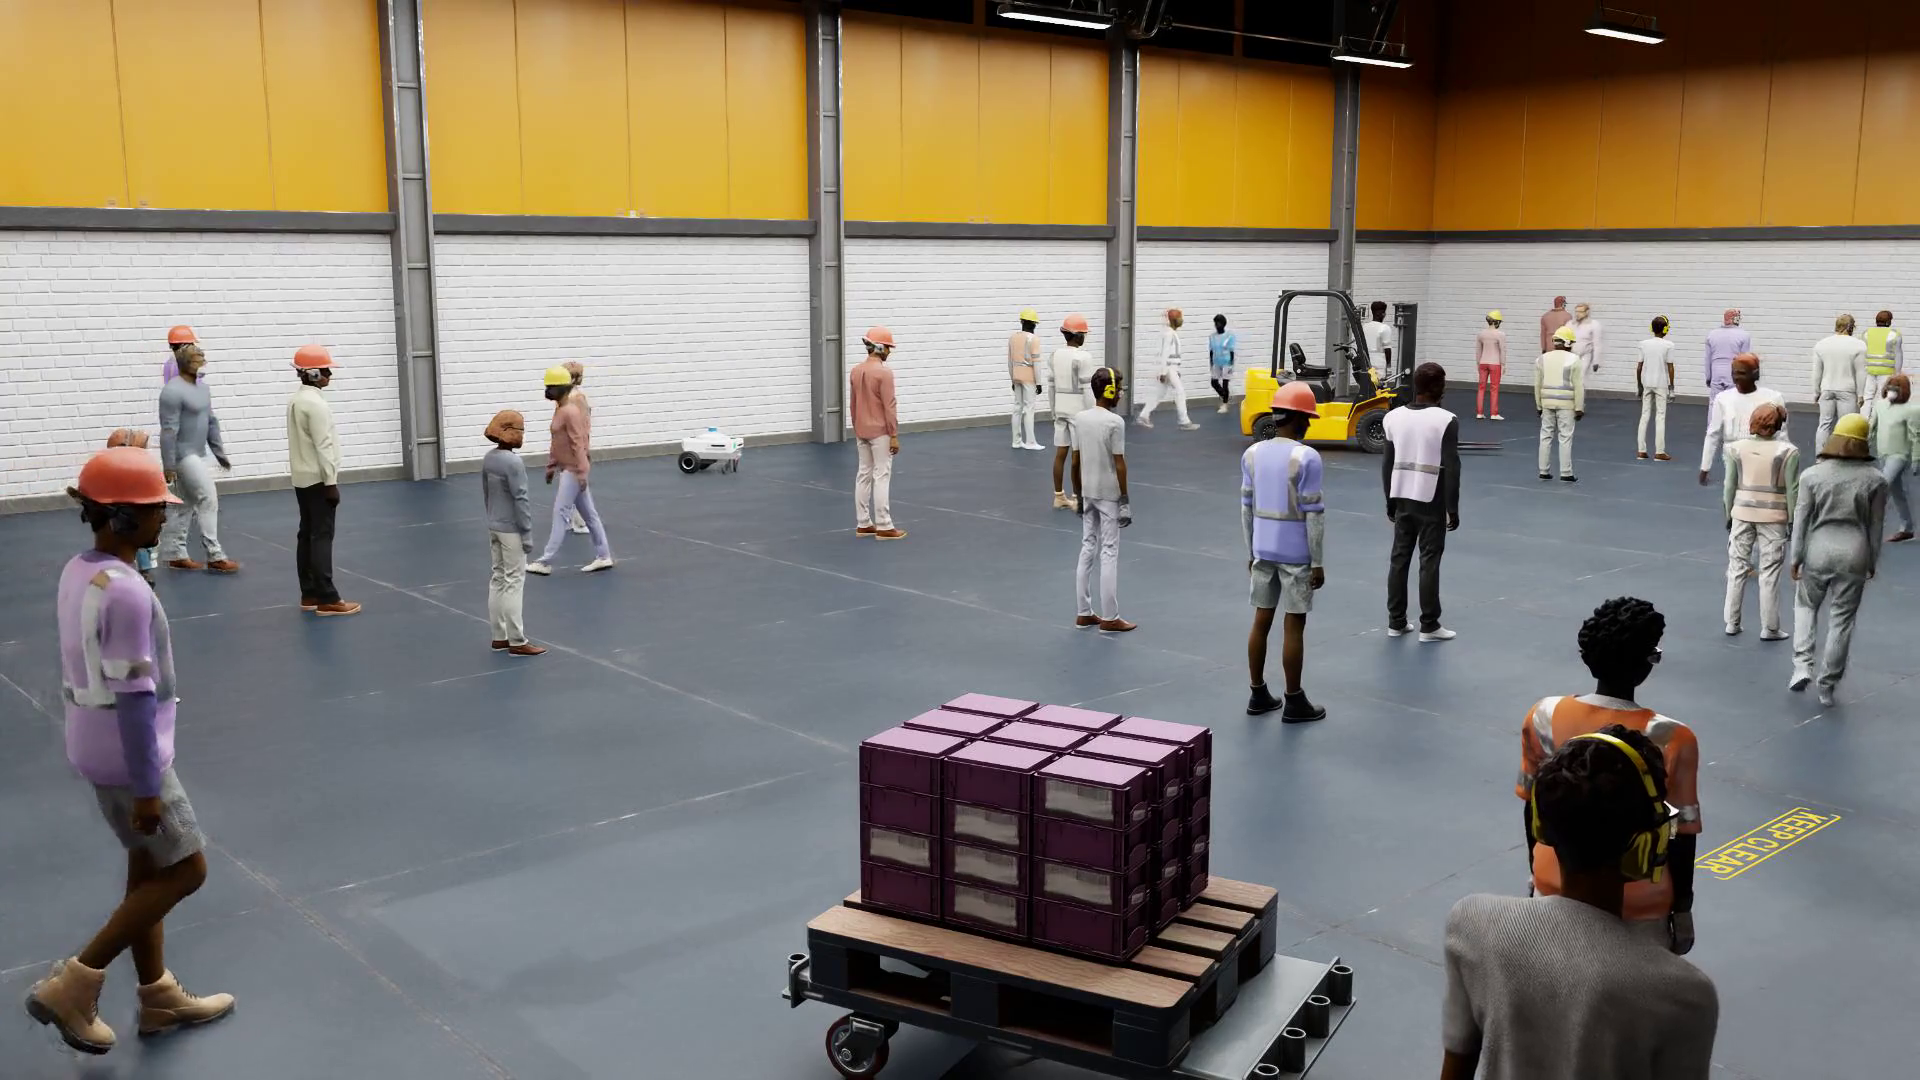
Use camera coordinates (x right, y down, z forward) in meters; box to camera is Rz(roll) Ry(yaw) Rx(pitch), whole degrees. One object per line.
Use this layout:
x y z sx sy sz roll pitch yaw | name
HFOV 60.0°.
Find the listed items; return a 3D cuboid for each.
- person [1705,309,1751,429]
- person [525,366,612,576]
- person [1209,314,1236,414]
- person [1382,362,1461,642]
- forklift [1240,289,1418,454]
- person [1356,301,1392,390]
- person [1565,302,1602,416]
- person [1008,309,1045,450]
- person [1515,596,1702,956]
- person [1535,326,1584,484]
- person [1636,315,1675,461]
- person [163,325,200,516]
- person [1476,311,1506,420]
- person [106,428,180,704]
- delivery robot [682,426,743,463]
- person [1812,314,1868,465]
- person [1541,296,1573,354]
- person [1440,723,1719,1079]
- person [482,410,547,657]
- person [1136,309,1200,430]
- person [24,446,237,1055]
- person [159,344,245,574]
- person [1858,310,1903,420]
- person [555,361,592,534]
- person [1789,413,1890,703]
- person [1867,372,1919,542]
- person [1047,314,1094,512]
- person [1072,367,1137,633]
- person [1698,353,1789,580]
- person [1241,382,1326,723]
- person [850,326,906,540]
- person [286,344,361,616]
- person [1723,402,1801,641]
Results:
10.810 -2.296 23.398 0.406 1.902 0.636 -8 13 -40 | person
-3.280 -0.563 13.702 0.854 1.728 0.555 -4 10 -22 | person
4.409 -2.951 27.899 0.542 1.674 0.441 9 13 41 | person
3.159 -0.259 11.429 0.390 1.914 0.587 -8 13 -40 | person
5.034 -2.339 22.783 2.313 2.155 1.214 3 10 16 | forklift
6.318 -2.653 25.311 0.378 1.958 0.600 -8 13 -40 | person
10.053 -2.932 27.187 0.784 1.875 0.659 -5 11 -28 | person
0.907 -2.185 22.690 0.381 1.918 0.584 -8 13 -40 | person
1.825 0.998 4.701 0.321 1.697 0.529 -8 13 -40 | person
6.987 -1.569 19.366 0.403 1.823 0.586 -8 13 -40 | person
9.011 -1.963 21.530 0.326 1.874 0.518 -8 13 -40 | person
-7.884 -1.216 16.955 0.363 1.939 0.542 -8 13 -40 | person
8.567 -2.809 26.813 0.327 1.760 0.523 -8 13 -40 | person
-4.850 0.163 9.760 0.311 1.639 0.512 -8 13 -40 | person
-3.014 -1.142 20.298 0.707 0.478 0.477 2 10 11 | delivery robot
10.753 -1.793 20.354 0.370 1.934 0.627 -8 13 -40 | person
11.038 -3.546 30.689 0.406 1.911 0.636 -8 13 -40 | person
1.048 1.228 2.845 0.326 1.874 0.518 -8 13 -40 | person
-2.976 -0.048 11.011 0.278 1.633 0.498 -8 13 -40 | person
3.157 -2.601 25.366 0.967 1.843 0.580 2 10 11 | person
-2.765 0.706 5.453 0.565 2.025 0.606 -9 13 -42 | person
-6.275 -0.667 13.812 0.823 1.907 0.647 -1 10 -4 | person
13.526 -2.449 24.457 0.430 1.845 0.619 -8 13 -40 | person
-3.672 -0.875 15.828 0.311 1.642 0.512 -8 13 -40 | person
5.181 0.112 9.842 0.493 1.720 0.407 4 11 24 | person
8.439 -0.736 15.171 0.887 1.580 0.526 -2 10 -9 | person
1.173 -1.309 17.191 0.380 2.045 0.605 -8 13 -40 | person
1.007 -0.281 11.704 0.326 1.865 0.518 -8 13 -40 | person
6.360 -0.586 13.504 0.675 1.857 0.658 -7 12 -34 | person
1.855 0.071 9.454 0.374 1.928 0.542 -8 13 -40 | person
-0.772 -0.994 15.520 0.391 1.986 0.609 -8 13 -40 | person
-4.728 -0.442 12.256 0.379 1.996 0.609 -8 13 -40 | person
5.509 -0.127 11.452 0.311 1.642 0.512 -8 13 -40 | person
